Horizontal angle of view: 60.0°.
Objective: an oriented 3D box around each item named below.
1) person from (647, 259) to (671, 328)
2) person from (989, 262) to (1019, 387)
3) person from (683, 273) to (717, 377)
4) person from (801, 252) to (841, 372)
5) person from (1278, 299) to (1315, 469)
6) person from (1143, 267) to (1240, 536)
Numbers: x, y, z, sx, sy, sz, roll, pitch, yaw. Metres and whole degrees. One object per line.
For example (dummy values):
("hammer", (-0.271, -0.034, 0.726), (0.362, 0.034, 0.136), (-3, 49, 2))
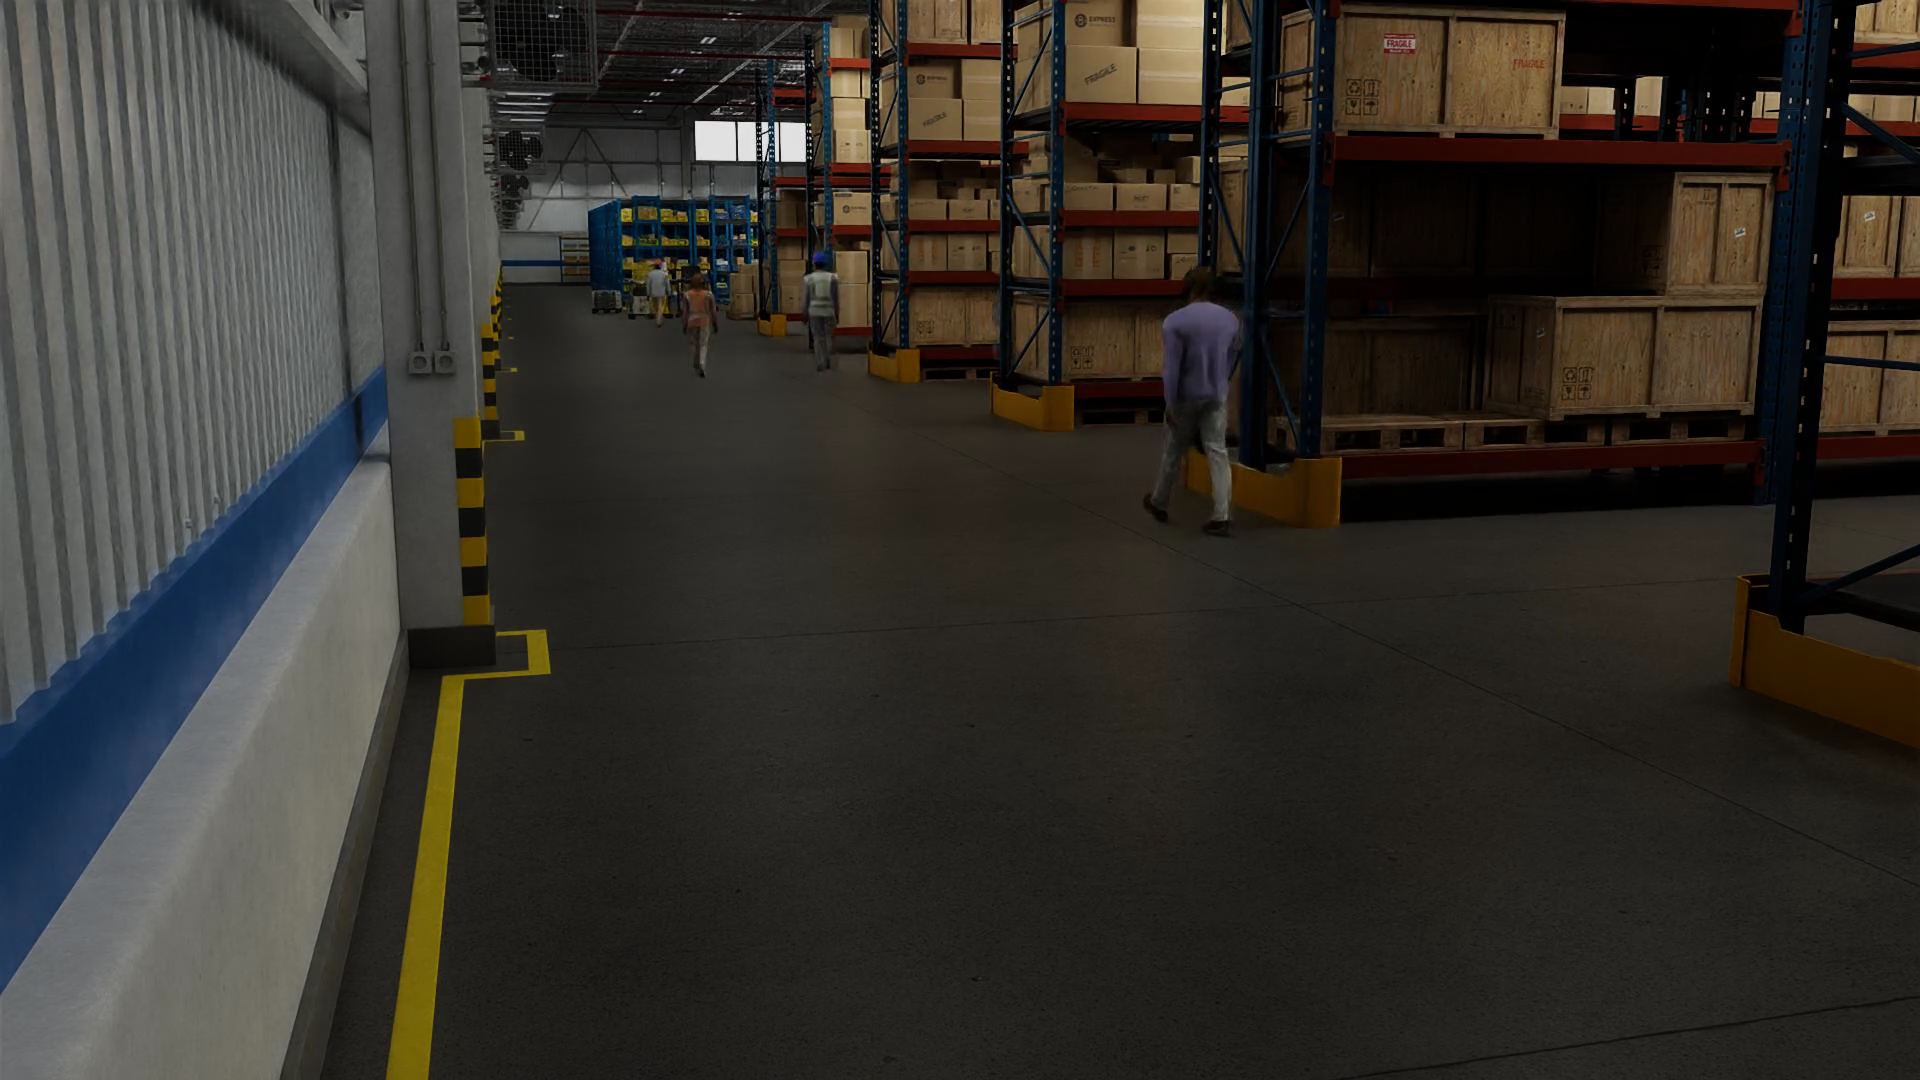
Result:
("person", (-7.510, -6.121, 41.352), (0.559, 1.714, 0.884), (1, 10, 7))
("person", (0.688, -3.070, 23.752), (0.510, 1.819, 0.612), (-2, 10, -11))
("person", (-4.056, -3.339, 25.879), (0.525, 1.615, 0.737), (0, 10, 0))
("person", (-2.277, -3.683, 26.905), (0.635, 1.928, 0.657), (-3, 10, -17))
("person", (3.221, -1.512, 15.182), (0.639, 1.726, 0.494), (-3, 11, -18))
("person", (1.680, -0.996, 11.863), (0.620, 1.875, 1.072), (-3, 10, -17))
